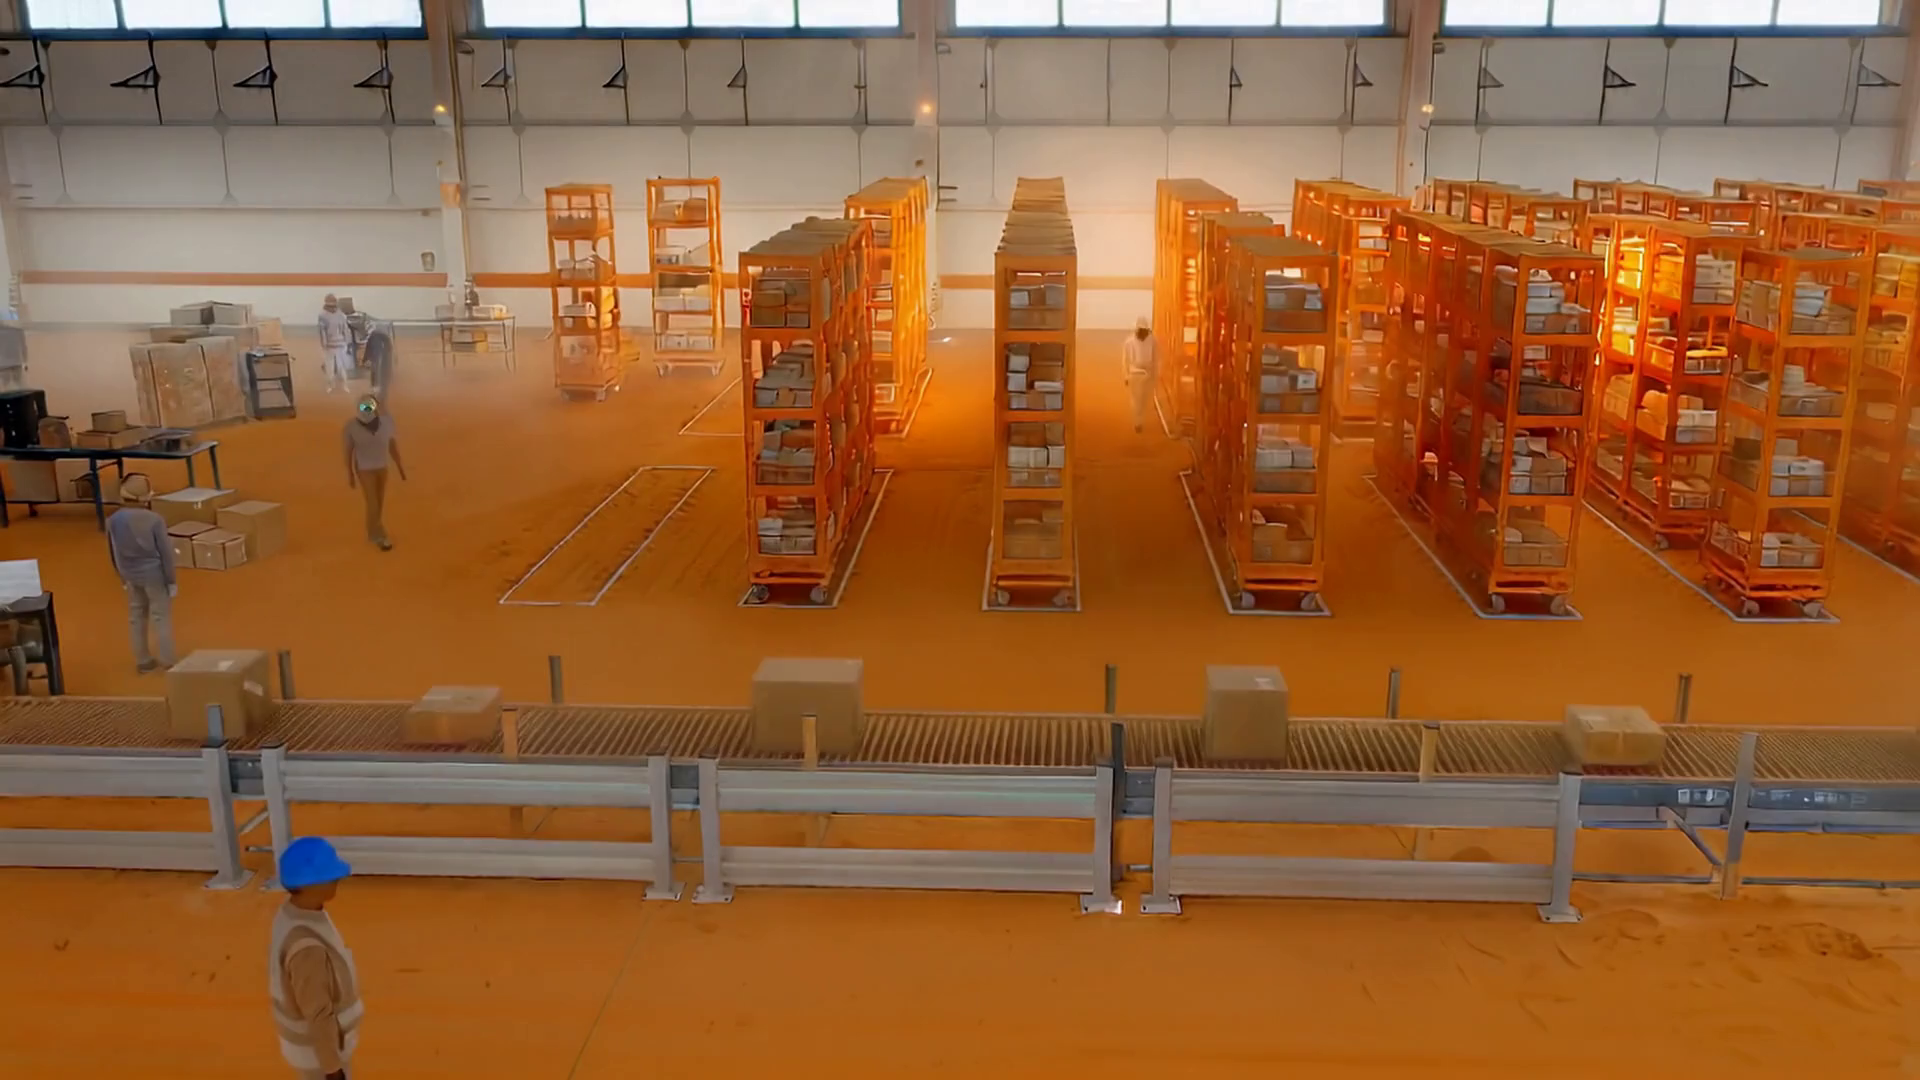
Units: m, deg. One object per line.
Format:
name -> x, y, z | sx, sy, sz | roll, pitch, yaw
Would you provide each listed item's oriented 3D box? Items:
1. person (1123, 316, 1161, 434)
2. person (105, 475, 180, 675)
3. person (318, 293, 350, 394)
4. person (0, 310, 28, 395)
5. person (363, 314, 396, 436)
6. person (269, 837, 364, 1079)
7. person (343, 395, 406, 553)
person -> 2.795, -2.568, 25.650 | 0.591, 1.815, 0.640 | -1, 15, -5
person -> -7.269, 0.316, 14.886 | 0.589, 1.837, 0.404 | 3, 15, 11
person -> -10.853, -3.412, 28.900 | 0.487, 1.744, 0.314 | -7, 17, -25
person -> -15.434, -2.875, 26.973 | 0.591, 1.703, 0.891 | -14, 21, -43
person -> -8.745, -2.445, 25.022 | 0.402, 1.908, 0.650 | -3, 15, -12
person -> -2.873, 2.248, 7.503 | 0.388, 1.947, 0.615 | -8, 17, -27
person -> -6.653, -0.760, 18.972 | 0.573, 1.789, 0.979 | -14, 20, -41
